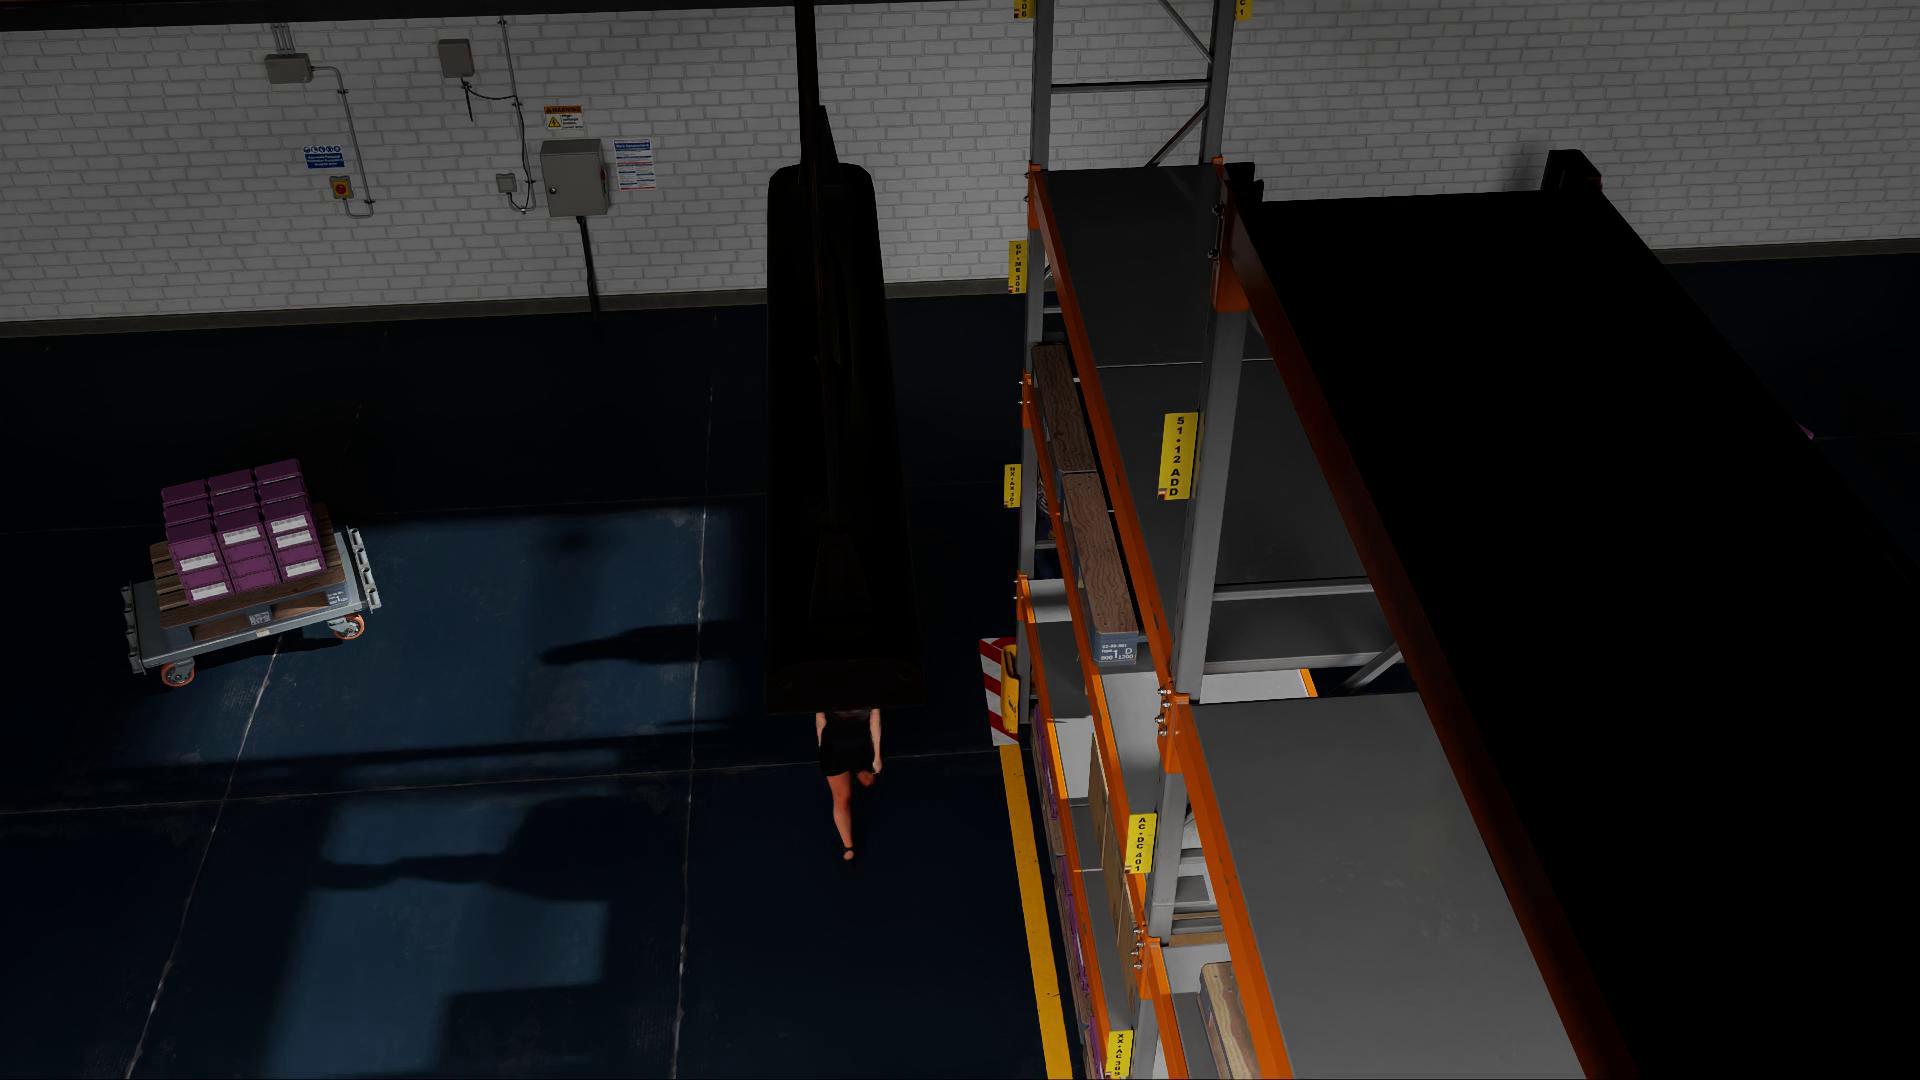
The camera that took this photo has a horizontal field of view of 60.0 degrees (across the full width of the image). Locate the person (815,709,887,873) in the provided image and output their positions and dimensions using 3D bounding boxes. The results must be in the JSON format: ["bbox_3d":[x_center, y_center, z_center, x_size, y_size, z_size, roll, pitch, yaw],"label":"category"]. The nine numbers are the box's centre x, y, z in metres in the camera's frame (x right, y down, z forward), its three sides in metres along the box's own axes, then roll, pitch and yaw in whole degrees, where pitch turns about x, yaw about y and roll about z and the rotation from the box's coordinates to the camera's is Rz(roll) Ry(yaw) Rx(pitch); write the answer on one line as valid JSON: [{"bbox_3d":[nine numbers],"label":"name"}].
[{"bbox_3d":[-0.652,1.183,10.043,0.586,1.656,1.007,-1,39,-2],"label":"person"}]
